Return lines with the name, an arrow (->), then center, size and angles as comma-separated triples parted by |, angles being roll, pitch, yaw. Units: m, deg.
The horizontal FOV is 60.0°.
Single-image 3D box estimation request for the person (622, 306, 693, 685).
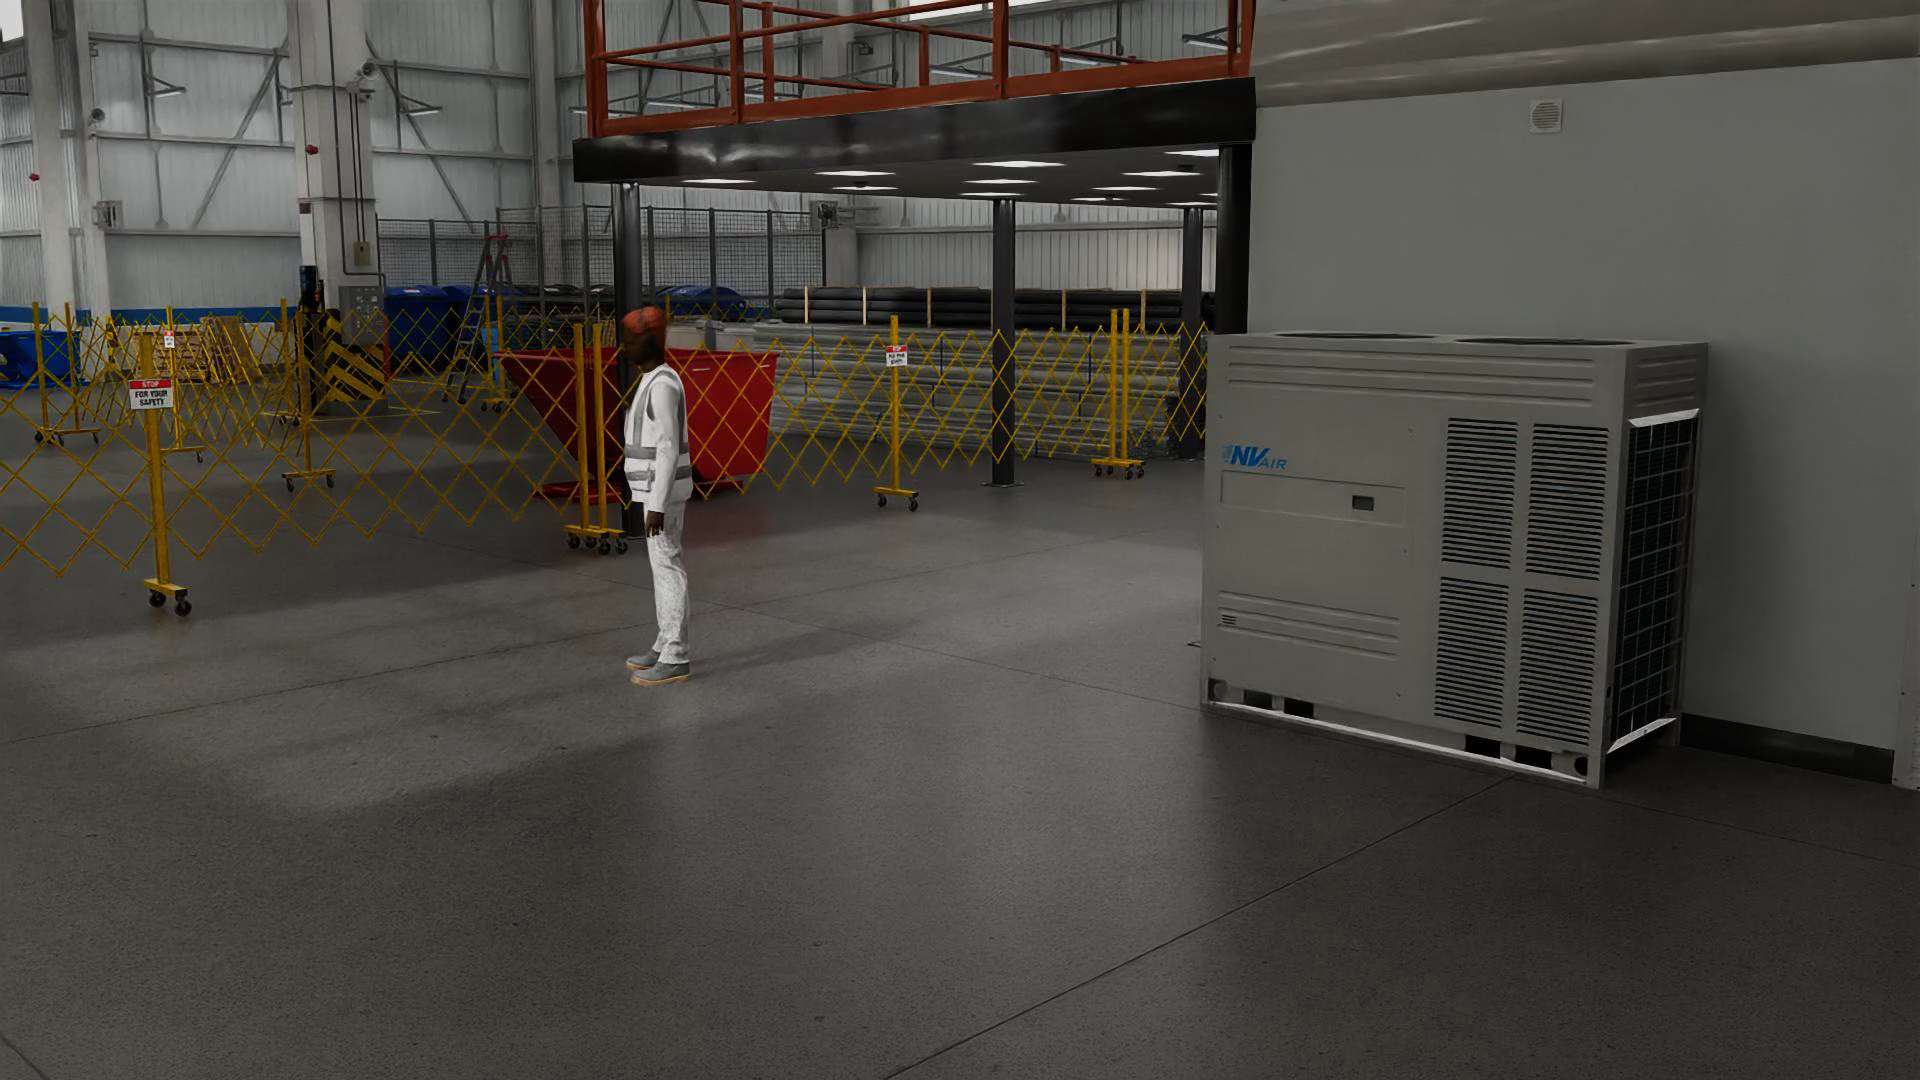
person -> -1.517, -0.220, 8.331 | 0.355, 1.887, 0.573 | -2, 9, -12
